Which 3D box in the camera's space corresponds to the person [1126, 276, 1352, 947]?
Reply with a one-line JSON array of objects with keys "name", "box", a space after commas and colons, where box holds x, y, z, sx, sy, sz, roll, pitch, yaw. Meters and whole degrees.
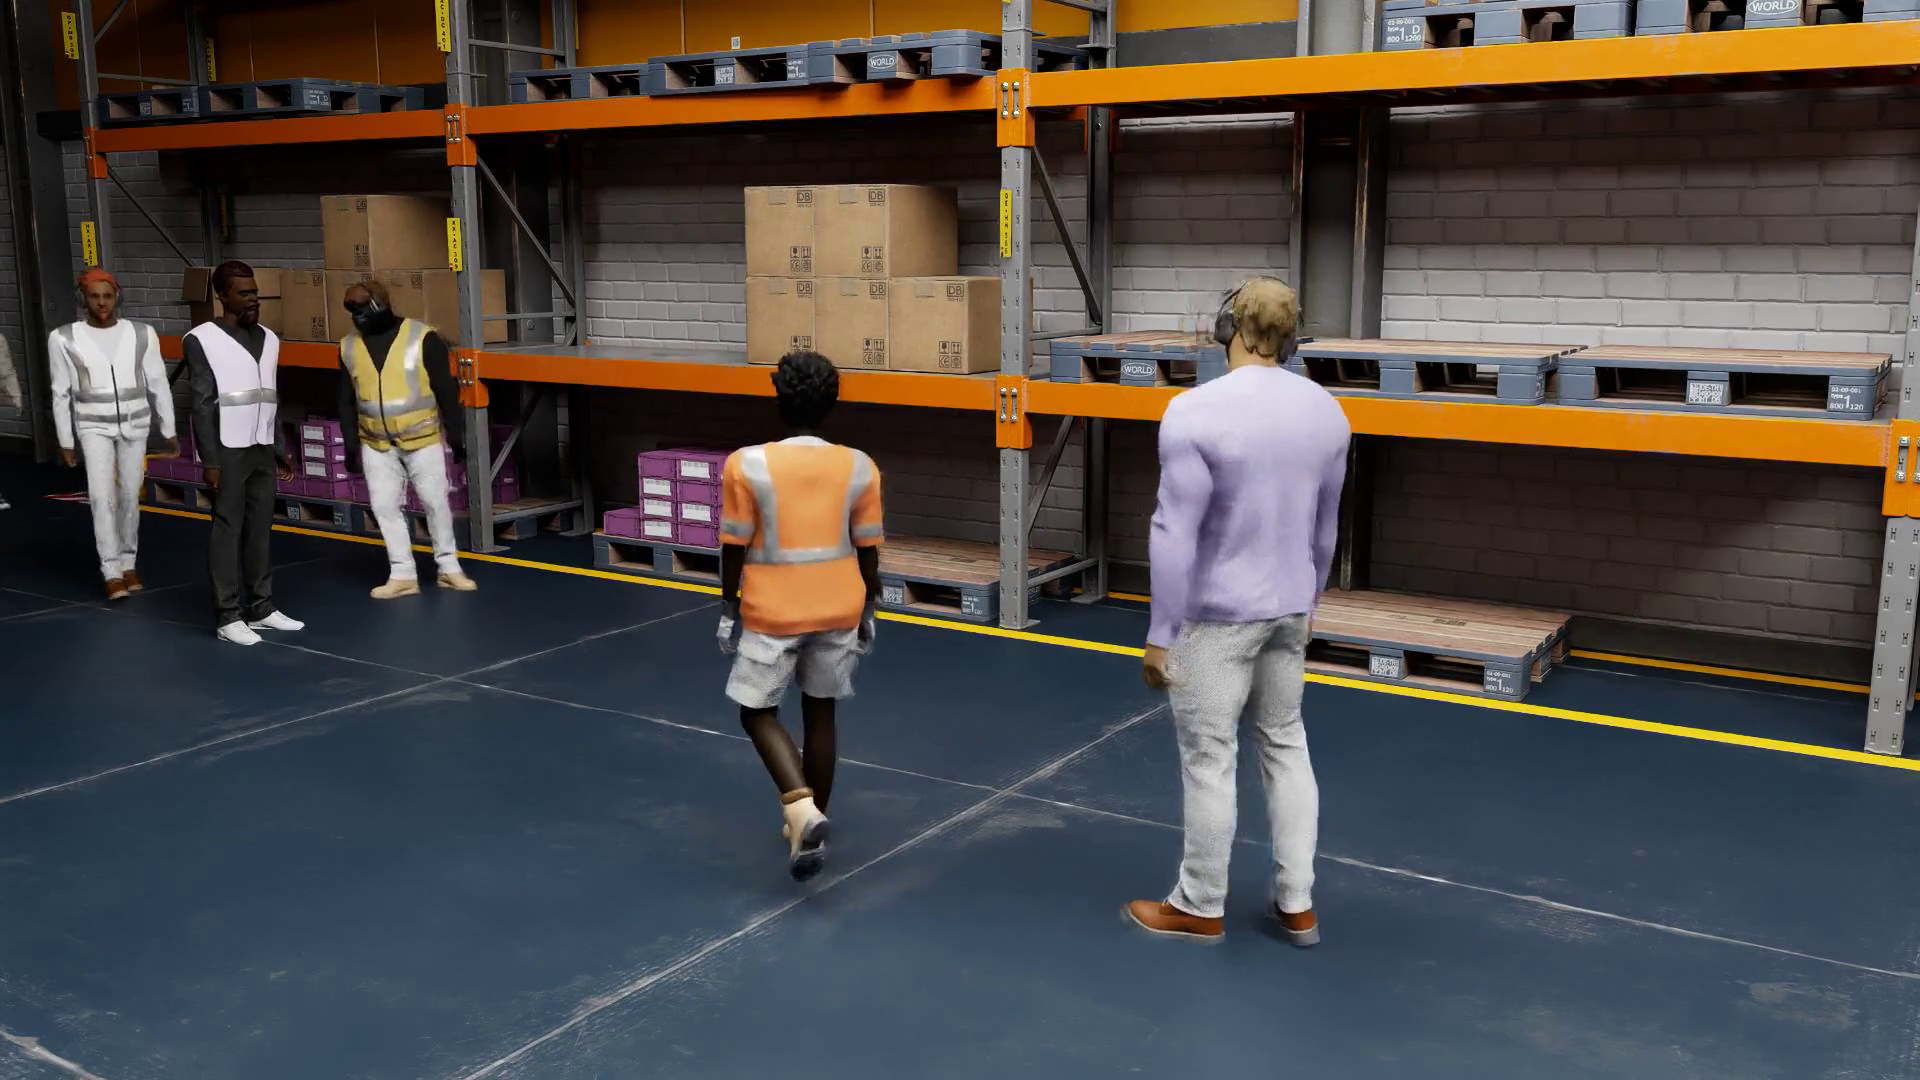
[{"name": "person", "box": [0.813, 0.228, 4.723, 0.683, 1.915, 0.534, -7, 12, -33]}]

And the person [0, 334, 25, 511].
[{"name": "person", "box": [-7.233, -1.006, 12.380, 0.739, 1.600, 0.528, 6, 12, 29]}]

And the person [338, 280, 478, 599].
[{"name": "person", "box": [-3.148, -0.561, 9.434, 0.695, 1.801, 0.539, 1, 10, 4]}]

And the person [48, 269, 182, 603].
[{"name": "person", "box": [-4.726, -0.581, 9.372, 0.597, 1.847, 0.872, -8, 13, -39]}]

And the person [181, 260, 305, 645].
[{"name": "person", "box": [-3.645, -0.447, 8.441, 0.390, 1.920, 0.588, 3, 11, 18]}]

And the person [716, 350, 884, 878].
[{"name": "person", "box": [-0.479, 0.245, 5.256, 0.552, 1.680, 0.554, -5, 11, -24]}]
